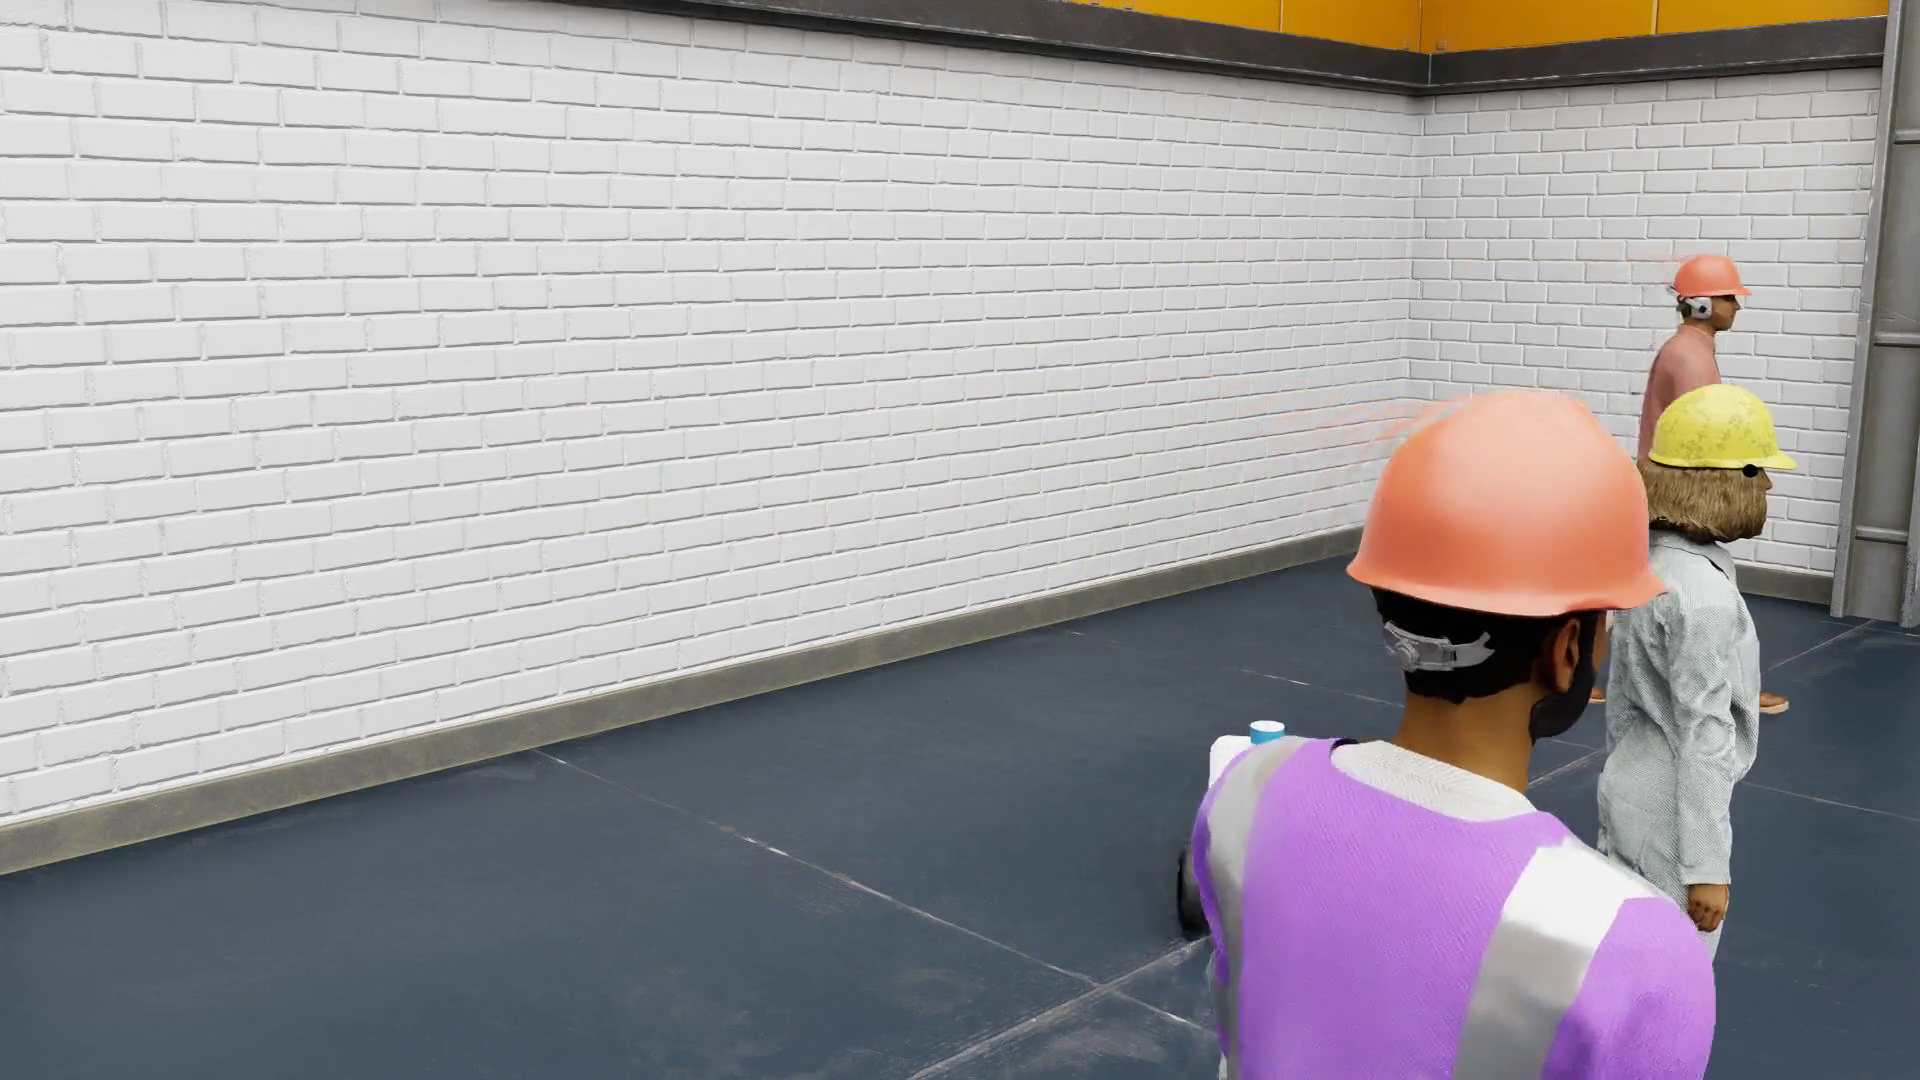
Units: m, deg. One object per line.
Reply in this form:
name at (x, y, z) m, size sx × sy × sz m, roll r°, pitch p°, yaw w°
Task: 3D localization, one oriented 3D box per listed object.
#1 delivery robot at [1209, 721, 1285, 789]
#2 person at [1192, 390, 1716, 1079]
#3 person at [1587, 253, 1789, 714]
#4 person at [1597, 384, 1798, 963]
delivery robot at (0.923, 0.791, 5.032) m, size 0.477 × 0.478 × 0.707 m, roll 2°, pitch 10°, yaw 9°
person at (0.405, 0.802, 1.579) m, size 0.976 × 1.897 × 0.555 m, roll -8°, pitch 13°, yaw -36°
person at (2.993, -0.229, 7.052) m, size 1.014 × 1.957 × 0.631 m, roll 4°, pitch 11°, yaw 21°
person at (1.418, 0.564, 3.280) m, size 0.302 × 1.743 × 0.494 m, roll 1°, pitch 10°, yaw 7°
